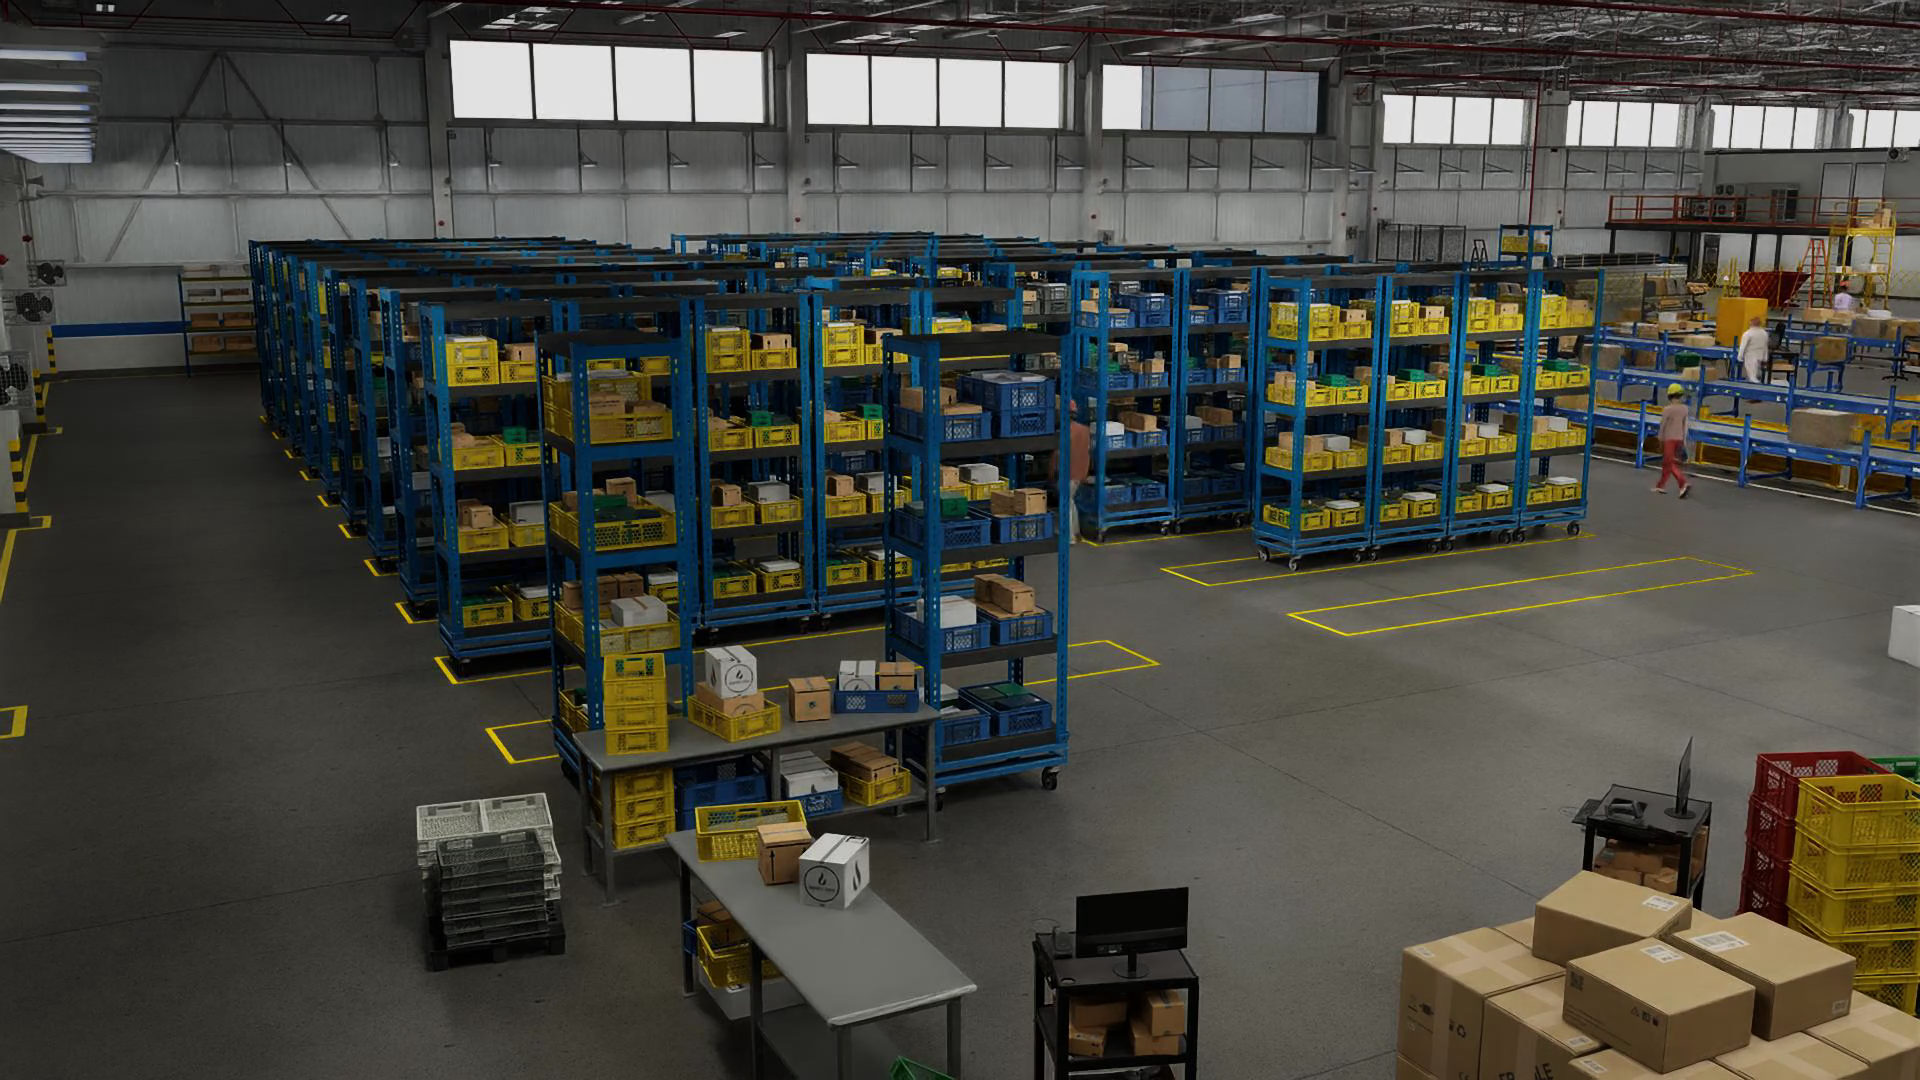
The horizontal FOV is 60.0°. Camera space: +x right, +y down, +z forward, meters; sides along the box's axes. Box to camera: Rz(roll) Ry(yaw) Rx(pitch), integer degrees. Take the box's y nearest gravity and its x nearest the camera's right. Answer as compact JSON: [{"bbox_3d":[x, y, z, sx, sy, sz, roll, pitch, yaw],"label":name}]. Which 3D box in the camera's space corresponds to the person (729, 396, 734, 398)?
[{"bbox_3d":[-4.138,-2.888,31.515,0.568,1.824,0.665,-6,14,-27],"label":"person"}]

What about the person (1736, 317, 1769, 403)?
[{"bbox_3d":[17.372,-3.958,36.497,0.706,1.842,0.934,-5,13,-21],"label":"person"}]

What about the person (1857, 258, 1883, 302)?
[{"bbox_3d":[36.991,-10.572,67.517,0.533,1.799,0.980,-8,15,-34],"label":"person"}]

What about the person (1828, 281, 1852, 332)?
[{"bbox_3d":[24.886,-6.308,47.039,0.650,2.020,0.507,-5,13,-24],"label":"person"}]

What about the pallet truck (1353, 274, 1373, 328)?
[{"bbox_3d":[13.011,-8.050,55.243,0.823,1.965,1.885,-7,14,-28],"label":"pallet truck"}]

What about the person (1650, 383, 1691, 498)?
[{"bbox_3d":[10.880,-1.519,25.308,0.527,1.742,0.779,-6,13,-25],"label":"person"}]

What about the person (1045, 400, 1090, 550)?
[{"bbox_3d":[1.396,-0.846,21.619,0.482,1.968,0.635,11,16,42],"label":"person"}]
